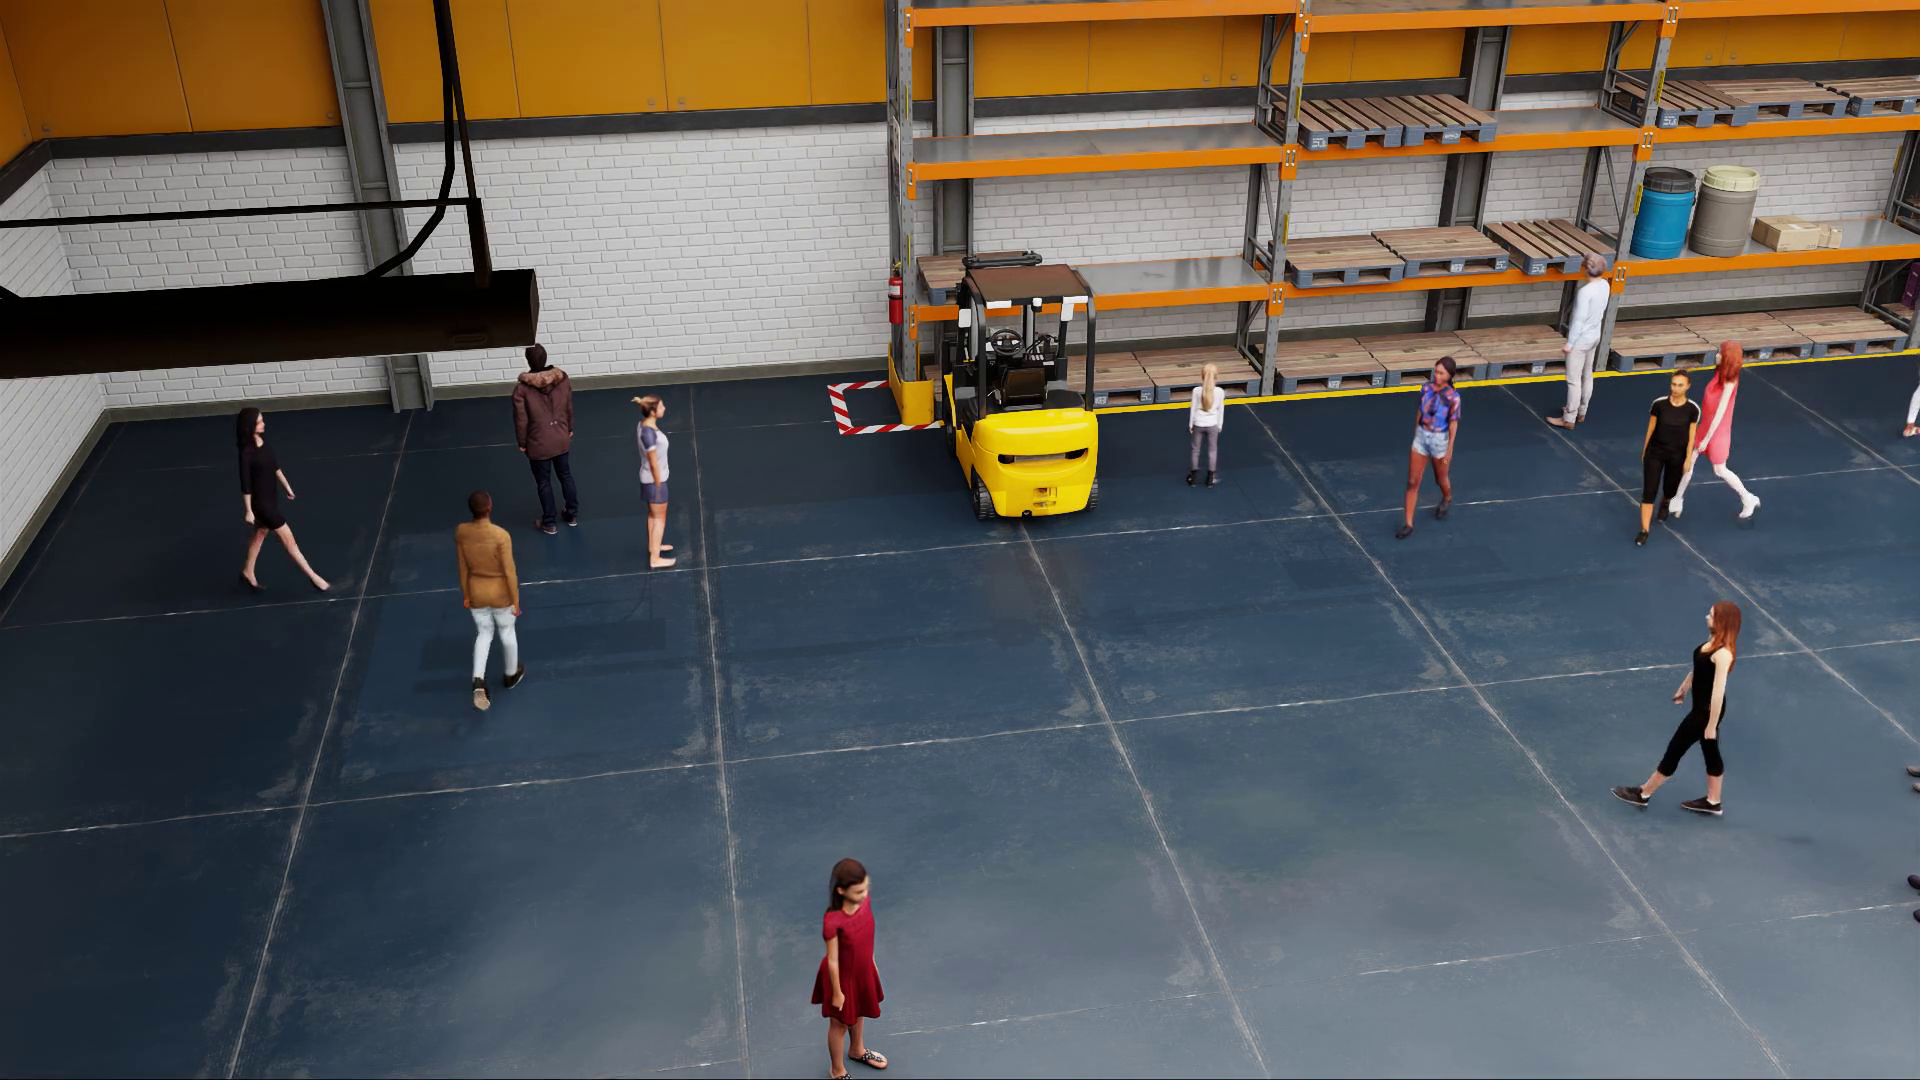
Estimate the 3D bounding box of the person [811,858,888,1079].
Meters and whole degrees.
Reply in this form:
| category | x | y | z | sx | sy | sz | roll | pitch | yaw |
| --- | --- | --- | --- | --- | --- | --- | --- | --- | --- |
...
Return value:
| category | x | y | z | sx | sy | sz | roll | pitch | yaw |
| --- | --- | --- | --- | --- | --- | --- | --- | --- | --- |
| person | -0.631 | 2.440 | 9.439 | 0.740 | 1.556 | 0.680 | 18 | 33 | 29 |

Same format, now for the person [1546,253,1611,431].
| category | x | y | z | sx | sy | sz | roll | pitch | yaw |
| --- | --- | --- | --- | --- | --- | --- | --- | --- | --- |
| person | 6.522 | -2.086 | 17.389 | 0.701 | 1.888 | 0.812 | -23 | 36 | -36 |

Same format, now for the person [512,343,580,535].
| category | x | y | z | sx | sy | sz | roll | pitch | yaw |
| --- | --- | --- | --- | --- | --- | --- | --- | --- | --- |
| person | -3.805 | -0.943 | 15.336 | 0.828 | 1.848 | 0.936 | -24 | 36 | -36 |

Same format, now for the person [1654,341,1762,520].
| category | x | y | z | sx | sy | sz | roll | pitch | yaw |
| --- | --- | --- | --- | --- | --- | --- | --- | --- | --- |
| person | 7.086 | -0.952 | 15.411 | 1.216 | 1.791 | 0.852 | 4 | 29 | 7 |

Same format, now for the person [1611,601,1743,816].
| category | x | y | z | sx | sy | sz | roll | pitch | yaw |
| --- | --- | --- | --- | --- | --- | --- | --- | --- | --- |
| person | 5.269 | 1.209 | 11.545 | 1.091 | 1.700 | 0.917 | 10 | 30 | 17 |

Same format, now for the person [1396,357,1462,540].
| category | x | y | z | sx | sy | sz | roll | pitch | yaw |
| --- | --- | --- | --- | --- | --- | --- | --- | --- | --- |
| person | 4.412 | -0.876 | 15.361 | 1.040 | 1.706 | 1.176 | 23 | 36 | 35 |

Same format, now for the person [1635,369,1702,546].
| category | x | y | z | sx | sy | sz | roll | pitch | yaw |
| --- | --- | --- | --- | --- | --- | --- | --- | --- | --- |
| person | 6.513 | -0.799 | 15.280 | 1.011 | 1.648 | 1.031 | 16 | 32 | 27 |

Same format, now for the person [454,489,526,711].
| category | x | y | z | sx | sy | sz | roll | pitch | yaw |
| --- | --- | --- | --- | --- | --- | --- | --- | --- | --- |
| person | -3.645 | 0.469 | 12.796 | 1.048 | 1.802 | 0.900 | 4 | 29 | 7 |

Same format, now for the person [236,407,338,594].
| category | x | y | z | sx | sy | sz | roll | pitch | yaw |
| --- | --- | --- | --- | --- | --- | --- | --- | --- | --- |
| person | -6.026 | -0.289 | 14.240 | 1.151 | 1.749 | 0.765 | 1 | 29 | 1 |

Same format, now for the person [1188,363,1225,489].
| category | x | y | z | sx | sy | sz | roll | pitch | yaw |
| --- | --- | --- | --- | --- | --- | --- | --- | --- | --- |
| person | 2.395 | -1.120 | 16.257 | 0.491 | 1.277 | 0.588 | 2 | 29 | 5 |

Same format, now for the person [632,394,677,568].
| category | x | y | z | sx | sy | sz | roll | pitch | yaw |
| --- | --- | --- | --- | --- | --- | --- | --- | --- | --- |
| person | -2.736 | -0.542 | 14.839 | 0.540 | 1.620 | 0.576 | -8 | 30 | -13 |
